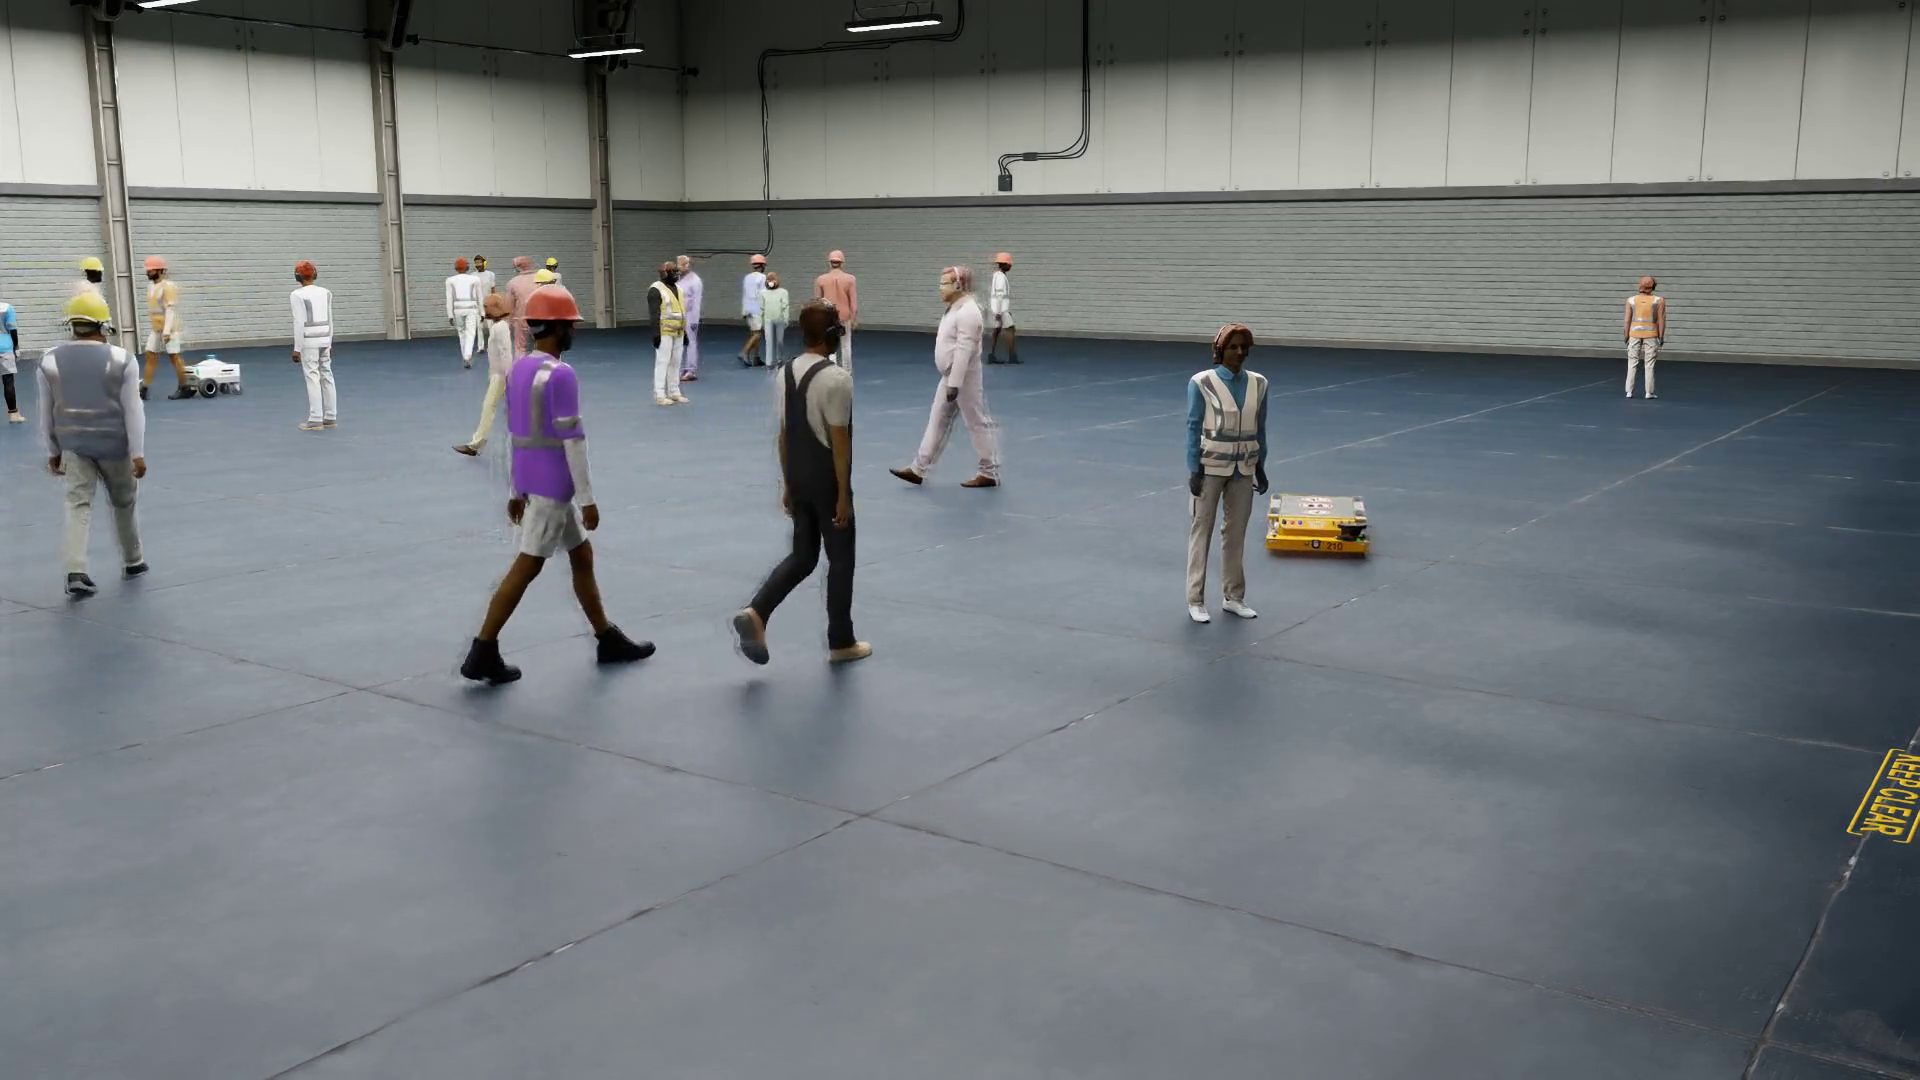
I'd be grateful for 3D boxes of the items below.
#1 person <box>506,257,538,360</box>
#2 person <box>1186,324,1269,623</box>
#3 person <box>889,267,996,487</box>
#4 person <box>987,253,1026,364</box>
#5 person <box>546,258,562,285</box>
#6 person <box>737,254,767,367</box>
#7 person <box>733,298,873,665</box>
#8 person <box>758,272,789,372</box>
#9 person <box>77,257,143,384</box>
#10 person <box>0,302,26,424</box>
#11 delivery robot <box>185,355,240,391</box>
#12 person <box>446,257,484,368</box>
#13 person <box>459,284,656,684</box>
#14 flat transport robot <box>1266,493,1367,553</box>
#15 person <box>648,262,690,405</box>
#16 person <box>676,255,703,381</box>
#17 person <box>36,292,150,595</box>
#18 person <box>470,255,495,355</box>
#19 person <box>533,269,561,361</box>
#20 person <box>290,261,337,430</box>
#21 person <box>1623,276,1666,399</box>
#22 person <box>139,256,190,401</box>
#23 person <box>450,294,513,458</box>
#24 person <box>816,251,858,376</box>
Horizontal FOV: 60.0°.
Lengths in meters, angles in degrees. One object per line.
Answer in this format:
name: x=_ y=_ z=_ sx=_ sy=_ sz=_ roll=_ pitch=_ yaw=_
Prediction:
person: x=-6.300 y=-3.196 z=24.370 sx=0.711 sy=1.879 sz=0.445 roll=-3 pitch=11 yaw=-17
person: x=1.467 y=-0.369 z=9.175 sx=0.513 sy=1.642 sz=0.313 roll=-4 pitch=11 yaw=-22
person: x=-0.120 y=-1.355 z=14.060 sx=0.951 sy=1.860 sz=0.679 roll=-3 pitch=11 yaw=-16
person: x=0.830 y=-3.971 z=28.614 sx=0.787 sy=1.911 sz=0.547 roll=-1 pitch=10 yaw=-6
person: x=-8.595 y=-5.077 z=35.193 sx=0.319 sy=1.769 sz=0.523 roll=3 pitch=11 yaw=16
person: x=-3.502 y=-3.848 z=27.935 sx=0.752 sy=1.905 sz=0.563 roll=-10 pitch=14 yaw=-43
person: x=-0.739 y=-0.254 z=8.050 sx=0.508 sy=1.824 sz=0.722 roll=9 pitch=14 yaw=42
person: x=-3.040 y=-3.571 z=27.192 sx=0.502 sy=1.604 sz=0.733 roll=0 pitch=10 yaw=-1
person: x=-12.049 y=-3.005 z=23.290 sx=0.992 sy=1.875 sz=0.595 roll=-3 pitch=11 yaw=-18
person: x=-11.109 y=-2.178 z=19.150 sx=0.540 sy=1.696 sz=0.317 roll=-2 pitch=10 yaw=-11
delivery robot: x=-10.176 y=-2.273 z=22.621 sx=0.477 sy=0.478 sz=0.707 roll=5 pitch=12 yaw=28
person: x=-8.294 y=-3.801 z=27.850 sx=0.571 sy=1.851 sz=0.949 roll=-1 pitch=10 yaw=-7
person: x=-1.979 y=-0.270 z=7.945 sx=1.011 sy=1.885 sz=0.556 roll=-7 pitch=12 yaw=-34
flat transport robot: x=2.512 y=-0.137 z=11.713 sx=0.652 sy=0.197 sz=1.431 roll=2 pitch=10 yaw=12
person: x=-3.752 y=-2.657 z=21.506 sx=0.430 sy=1.840 sz=0.653 roll=5 pitch=11 yaw=25
person: x=-4.165 y=-3.340 z=25.100 sx=0.677 sy=1.891 sz=0.430 roll=9 pitch=14 yaw=42
person: x=-5.192 y=-0.585 z=9.974 sx=0.603 sy=1.792 sz=0.909 roll=-2 pitch=10 yaw=-9
person: x=-8.891 y=-4.375 z=31.010 sx=0.506 sy=1.861 sz=0.311 roll=1 pitch=10 yaw=6
person: x=-4.940 y=-2.357 z=19.962 sx=0.324 sy=1.767 sz=0.533 roll=0 pitch=10 yaw=-1
person: x=-7.220 y=-2.164 z=18.556 sx=0.362 sy=1.883 sz=0.575 roll=4 pitch=11 yaw=21
person: x=9.148 y=-2.702 z=22.247 sx=0.524 sy=1.639 sz=0.306 roll=7 pitch=12 yaw=34
person: x=-10.639 y=-2.776 z=21.929 sx=0.576 sy=1.901 sz=0.863 roll=7 pitch=12 yaw=34
person: x=-4.488 y=-1.581 z=16.089 sx=0.872 sy=1.583 sz=0.521 roll=-3 pitch=11 yaw=-15
person: x=-1.828 y=-3.345 z=24.955 sx=0.652 sy=1.951 sz=0.962 roll=1 pitch=10 yaw=4
